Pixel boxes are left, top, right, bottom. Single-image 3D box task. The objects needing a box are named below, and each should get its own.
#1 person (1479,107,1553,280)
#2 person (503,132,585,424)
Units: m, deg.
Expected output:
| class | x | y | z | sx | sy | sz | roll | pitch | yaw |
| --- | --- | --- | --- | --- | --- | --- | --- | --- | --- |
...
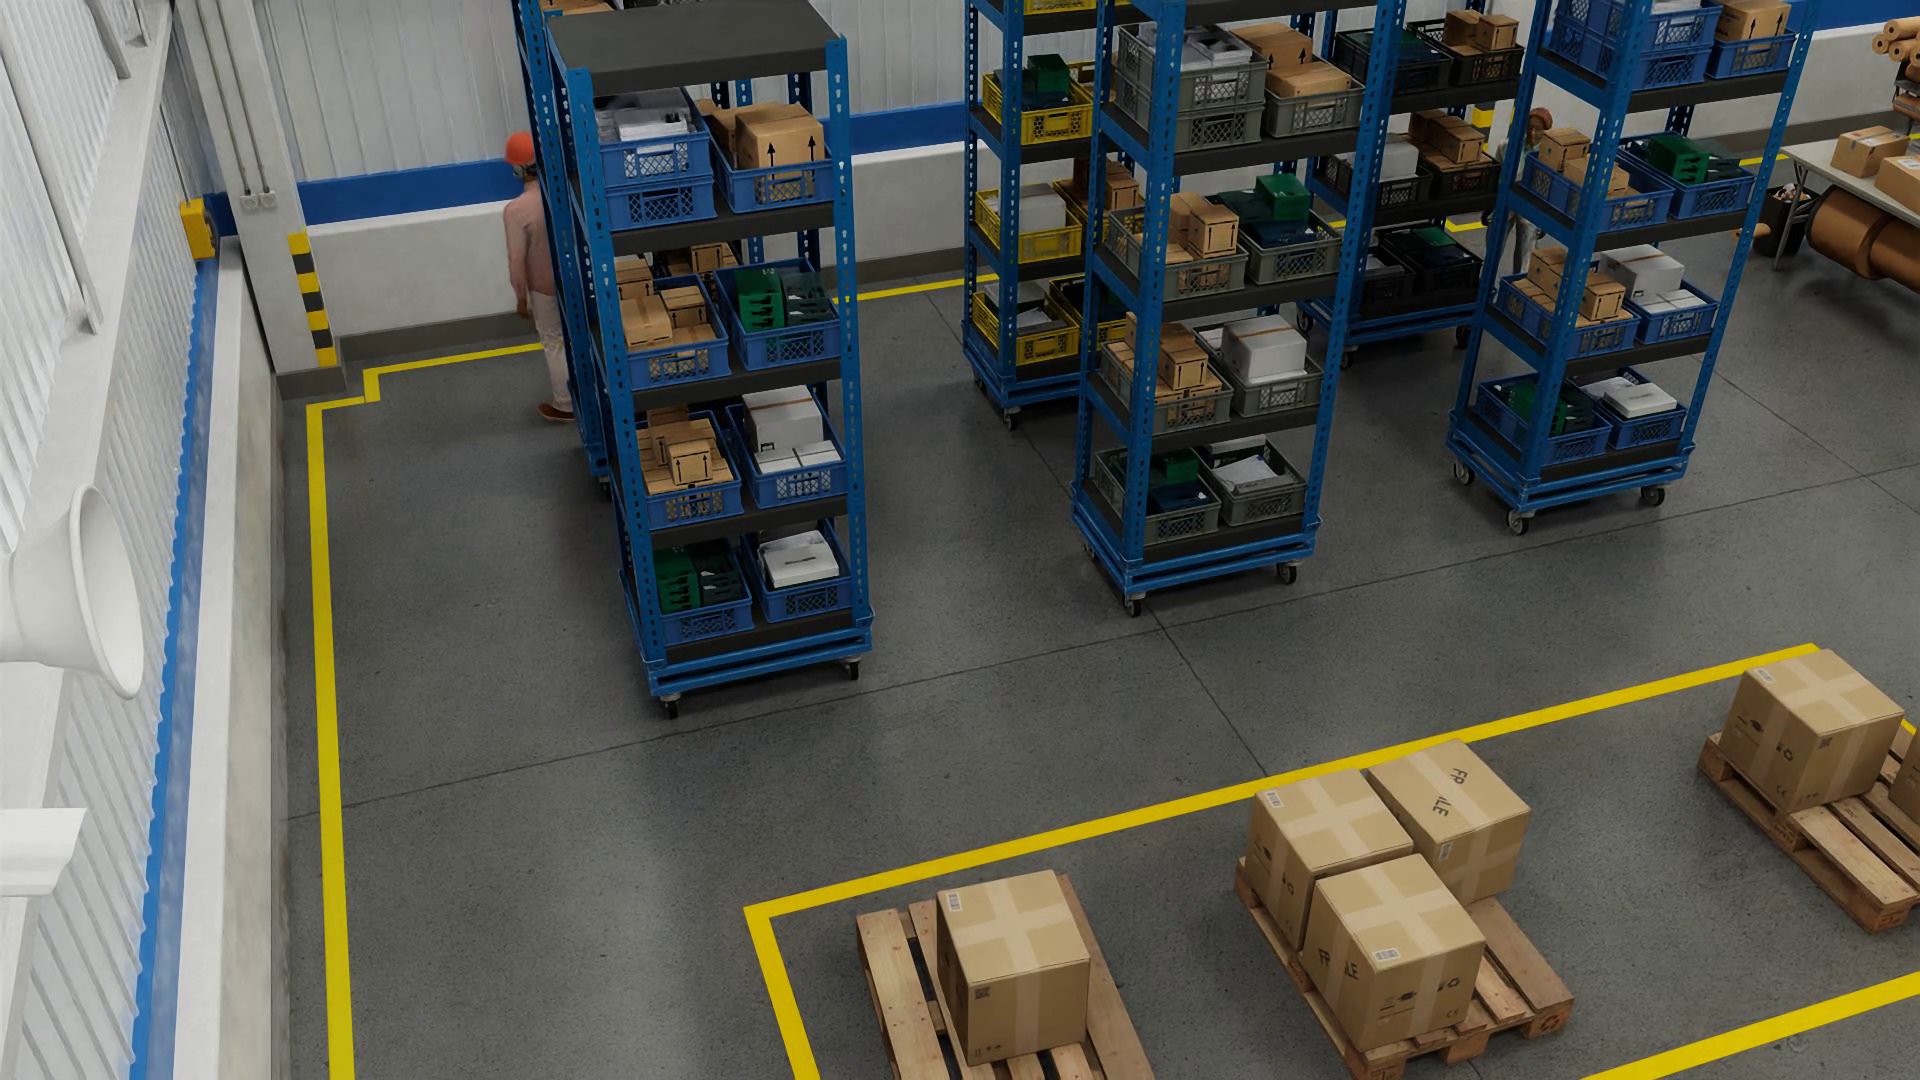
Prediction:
| class | x | y | z | sx | sy | sz | roll | pitch | yaw |
| --- | --- | --- | --- | --- | --- | --- | --- | --- | --- |
| person | 4.097 | -2.390 | 12.237 | 0.514 | 1.645 | 0.308 | 16 | 38 | 22 |
| person | -2.723 | -1.740 | 11.035 | 0.437 | 1.980 | 0.632 | 23 | 41 | 29 |
